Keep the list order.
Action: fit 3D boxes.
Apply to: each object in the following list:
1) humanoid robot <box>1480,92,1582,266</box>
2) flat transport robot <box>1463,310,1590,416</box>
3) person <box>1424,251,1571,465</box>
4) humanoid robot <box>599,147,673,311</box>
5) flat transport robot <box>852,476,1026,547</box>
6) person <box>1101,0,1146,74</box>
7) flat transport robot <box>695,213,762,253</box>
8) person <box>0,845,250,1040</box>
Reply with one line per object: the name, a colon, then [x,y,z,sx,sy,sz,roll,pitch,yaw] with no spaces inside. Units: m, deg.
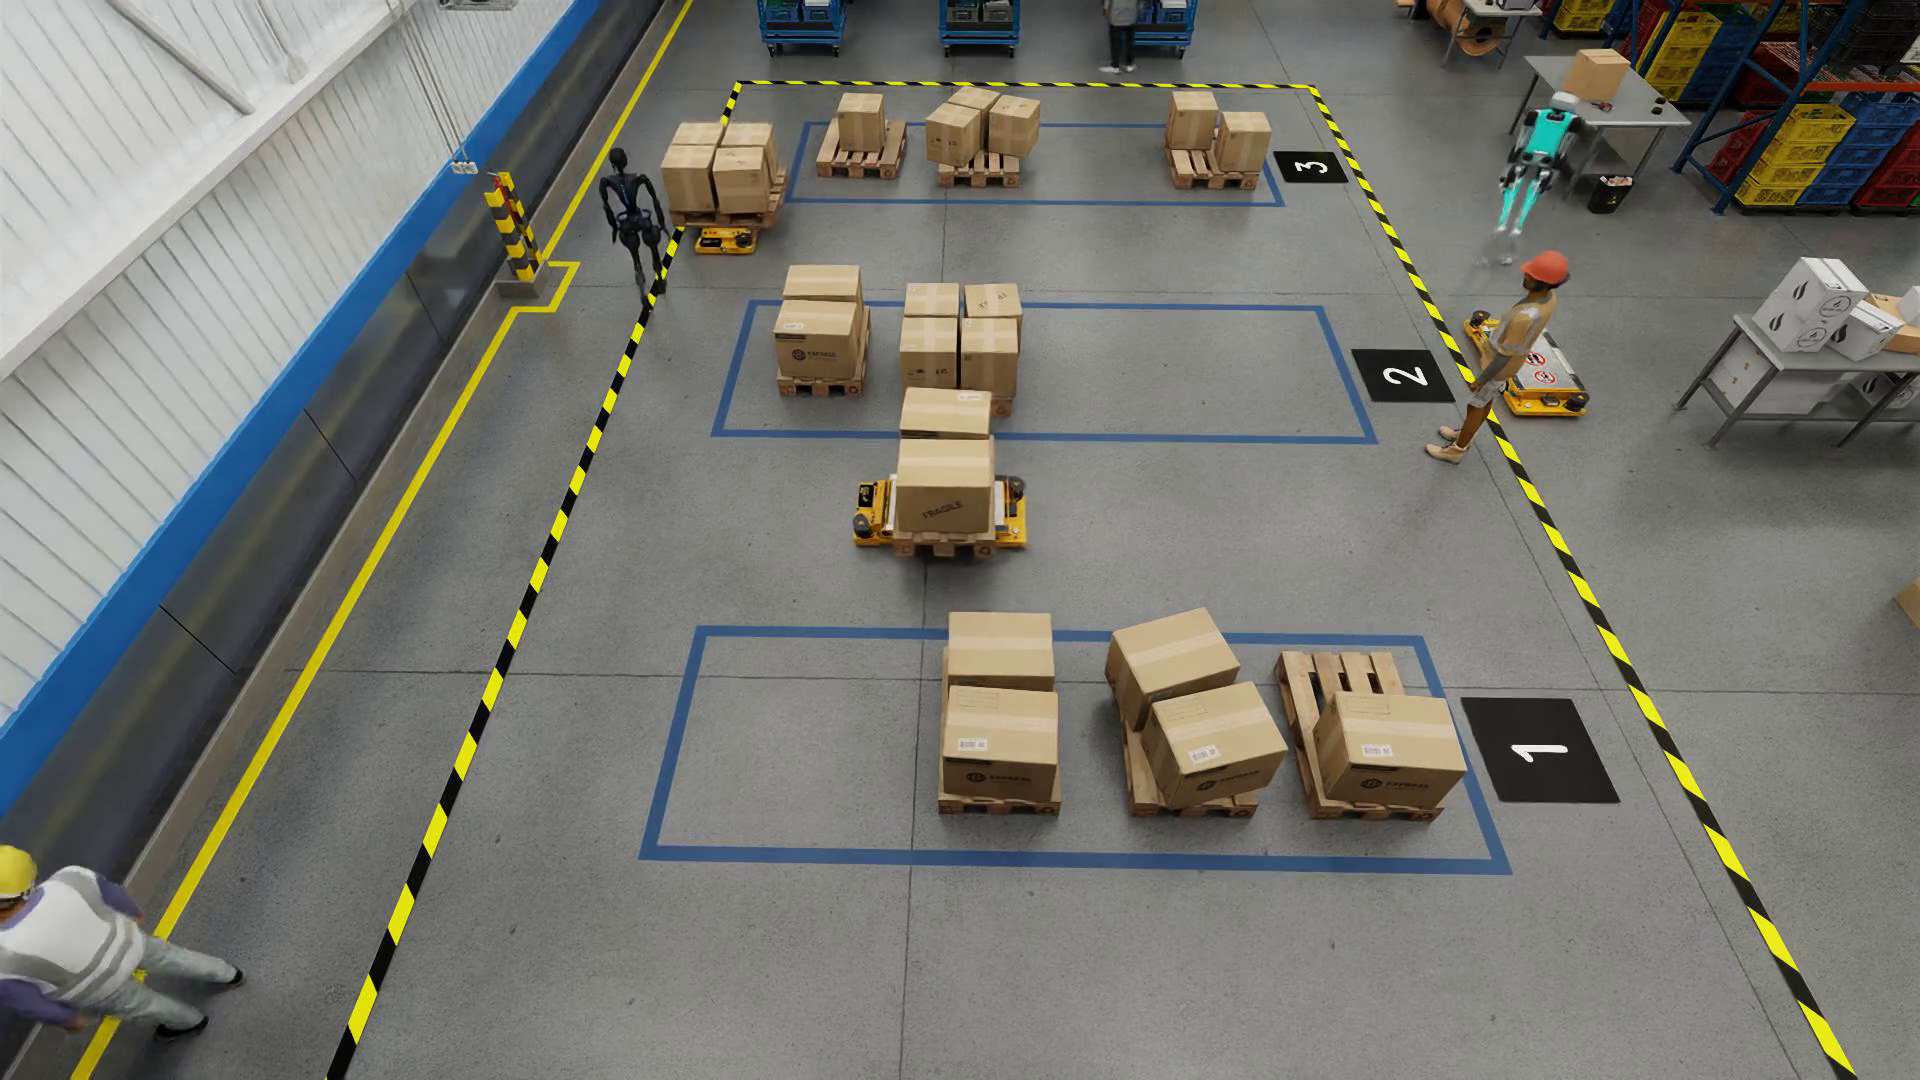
humanoid robot: [6.064,-3.758,9.817,0.548,1.761,0.788,17,51,14]
flat transport robot: [5.573,-1.757,9.054,0.659,0.231,1.431,1,49,1]
person: [4.479,-1.484,7.644,0.365,2.048,0.606,35,57,26]
humanoid robot: [-3.288,-3.161,9.349,0.608,1.629,0.652,-7,50,-6]
flat transport robot: [-0.166,-0.257,7.738,1.431,0.197,0.652,1,49,1]
person: [2.383,-7.628,13.127,0.661,1.813,0.373,-10,50,-9]
flat transport robot: [-2.681,-3.871,10.866,0.652,0.197,1.431,1,49,1]
person: [-4.384,2.145,4.684,0.408,1.781,0.634,1,49,1]
